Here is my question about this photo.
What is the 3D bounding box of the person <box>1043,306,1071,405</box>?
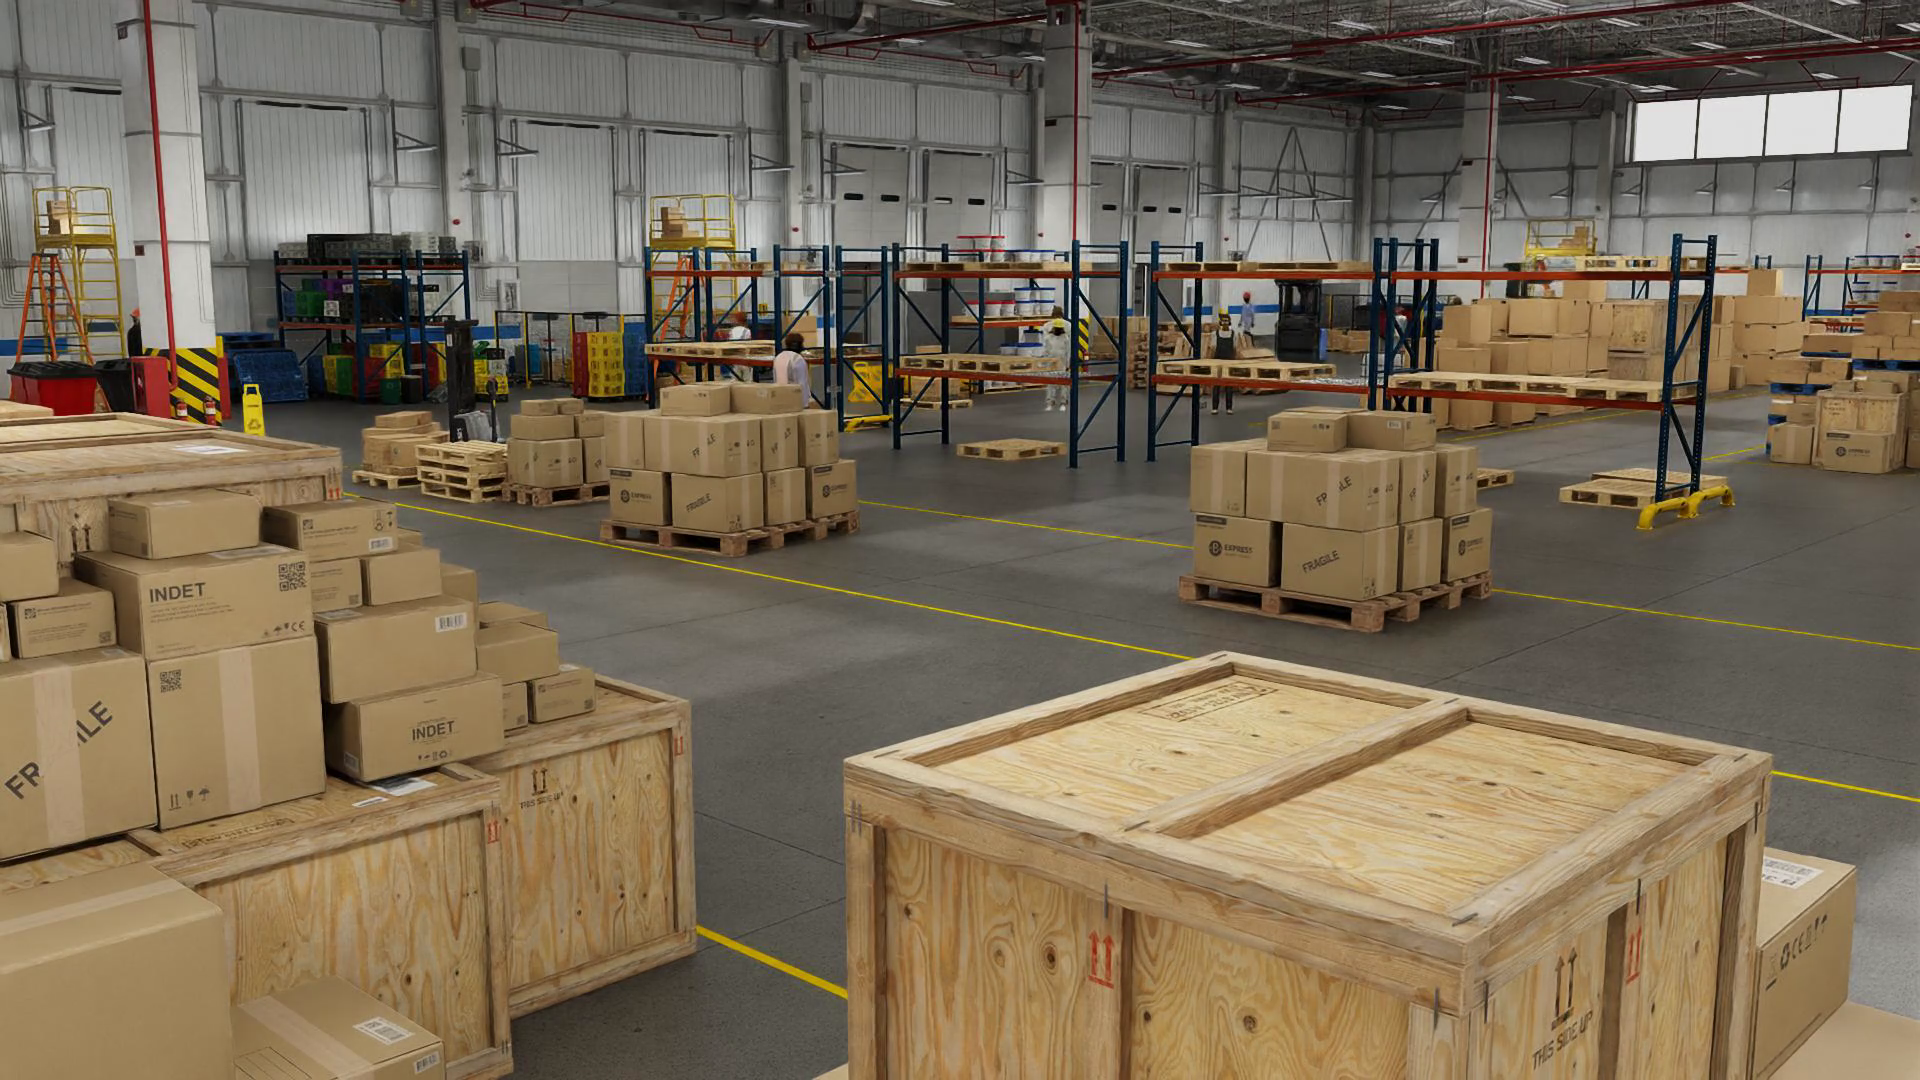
[{"bbox_3d":[1.911,-3.600,32.515,0.627,1.934,0.372,-2,9,-11],"label":"person"}]

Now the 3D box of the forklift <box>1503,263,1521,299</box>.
[{"bbox_3d":[15.325,-6.319,46.287,1.873,2.768,1.129,2,10,15],"label":"forklift"}]

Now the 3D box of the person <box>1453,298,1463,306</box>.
[{"bbox_3d":[13.195,-5.483,44.185,0.644,1.888,0.913,4,10,25],"label":"person"}]

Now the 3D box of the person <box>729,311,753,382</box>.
[{"bbox_3d":[-4.205,-3.433,31.724,0.580,1.861,0.826,7,11,35],"label":"person"}]

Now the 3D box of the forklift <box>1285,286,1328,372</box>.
[{"bbox_3d":[8.903,-5.821,43.236,1.129,2.768,1.873,4,10,23],"label":"forklift"}]

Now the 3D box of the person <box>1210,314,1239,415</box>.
[{"bbox_3d":[4.816,-3.200,30.334,0.508,1.846,0.345,1,9,5],"label":"person"}]

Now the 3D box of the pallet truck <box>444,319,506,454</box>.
[{"bbox_3d":[-6.981,-1.942,22.150,1.885,1.965,0.823,1,9,9],"label":"pallet truck"}]

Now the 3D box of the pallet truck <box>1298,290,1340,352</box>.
[{"bbox_3d":[11.297,-6.951,52.861,1.885,1.965,0.823,-5,11,-29],"label":"pallet truck"}]

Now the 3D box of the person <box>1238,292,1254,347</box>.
[{"bbox_3d":[9.146,-7.002,53.428,0.896,1.905,0.545,-3,10,-20],"label":"person"}]

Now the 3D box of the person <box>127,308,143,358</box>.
[{"bbox_3d":[-14.100,-2.999,28.668,0.609,1.986,0.390,8,12,41],"label":"person"}]

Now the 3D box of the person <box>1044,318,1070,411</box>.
[{"bbox_3d":[1.817,-3.270,31.108,0.487,1.737,0.327,2,9,9],"label":"person"}]

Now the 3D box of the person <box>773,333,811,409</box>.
[{"bbox_3d":[-2.136,-1.754,21.487,0.429,1.838,0.633,-8,12,-39],"label":"person"}]

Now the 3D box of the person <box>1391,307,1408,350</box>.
[{"bbox_3d":[12.197,-5.641,46.022,0.836,1.592,0.544,-9,13,-43],"label":"person"}]
